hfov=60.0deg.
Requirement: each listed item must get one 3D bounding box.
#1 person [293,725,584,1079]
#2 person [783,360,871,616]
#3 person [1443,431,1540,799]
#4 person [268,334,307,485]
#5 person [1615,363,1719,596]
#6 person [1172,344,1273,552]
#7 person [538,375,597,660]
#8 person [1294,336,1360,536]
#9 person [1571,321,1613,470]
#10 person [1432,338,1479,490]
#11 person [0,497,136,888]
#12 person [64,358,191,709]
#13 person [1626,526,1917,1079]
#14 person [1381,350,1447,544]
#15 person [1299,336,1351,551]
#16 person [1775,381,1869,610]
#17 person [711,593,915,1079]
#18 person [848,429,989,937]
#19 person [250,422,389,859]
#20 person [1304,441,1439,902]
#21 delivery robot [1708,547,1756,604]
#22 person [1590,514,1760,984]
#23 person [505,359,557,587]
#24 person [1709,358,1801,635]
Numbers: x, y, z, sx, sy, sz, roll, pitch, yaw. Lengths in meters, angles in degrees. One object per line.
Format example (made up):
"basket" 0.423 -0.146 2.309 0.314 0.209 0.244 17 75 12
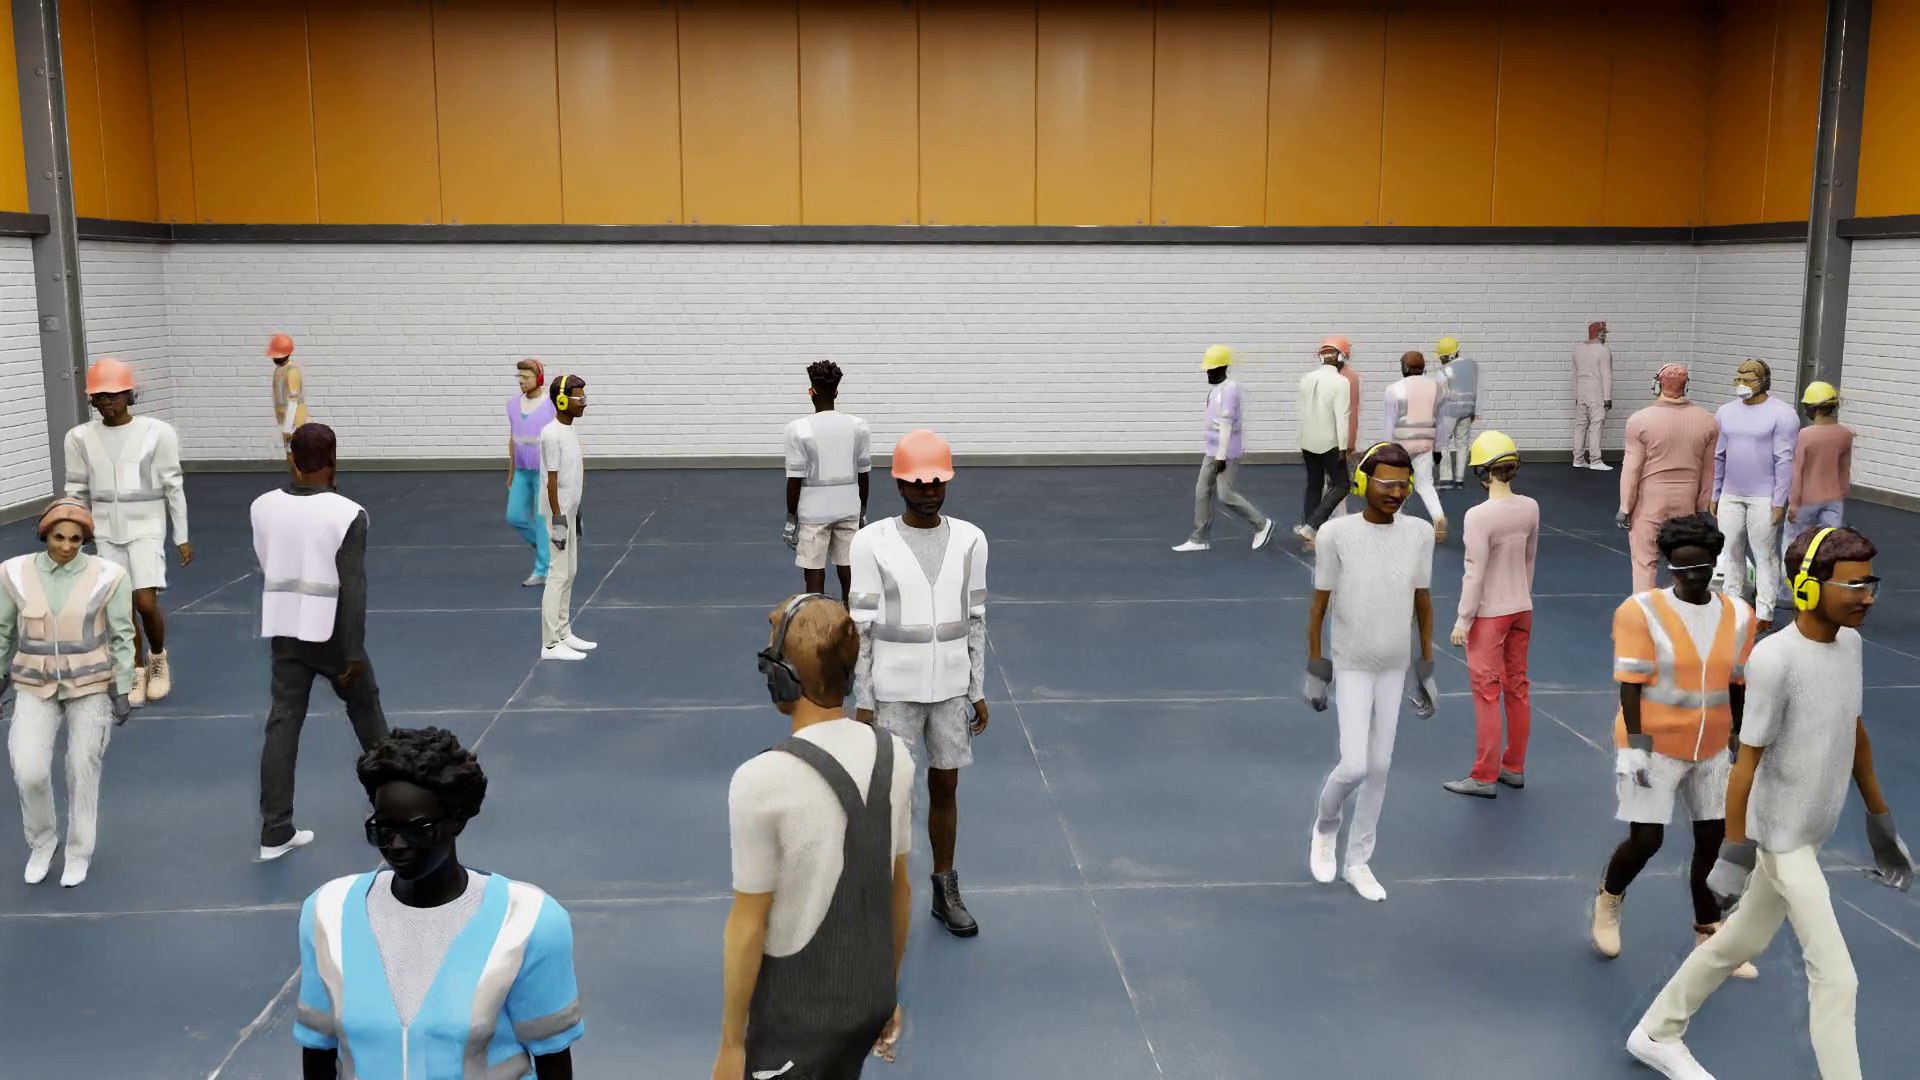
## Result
"person" -0.969 1.167 3.103 0.531 1.697 0.322 0 9 1
"person" -0.853 -0.167 10.640 0.606 1.966 0.367 -5 11 -31
"person" 2.555 0.358 7.994 0.523 1.762 0.328 -7 11 -36
"person" -7.158 -1.245 17.695 0.375 1.890 0.694 -6 11 -31
"person" 4.772 -0.243 11.303 0.652 1.906 0.409 -1 9 -5
"person" 2.395 -0.806 14.893 0.808 1.892 0.593 -2 9 -11
"person" -2.578 -0.149 10.878 0.329 1.861 0.506 0 9 1
"person" 3.323 -0.902 15.330 0.774 1.946 0.652 7 11 37
"person" 8.161 -1.849 21.387 0.406 1.911 0.636 -3 10 -21
"person" 5.765 -1.461 19.396 0.643 1.785 0.422 -4 10 -21
"person" -3.646 0.624 6.750 0.583 1.611 0.393 -3 9 -18
"person" -4.786 -0.025 9.543 0.646 2.028 0.425 -1 9 -6
"person" 2.393 0.845 4.789 0.533 1.818 0.989 -8 12 -41
"person" 4.239 -0.861 15.505 0.641 1.810 0.844 -2 9 -11
"person" 3.289 -0.852 14.951 0.501 1.954 0.663 -5 11 -31
"person" 6.301 -0.287 12.128 0.531 1.737 0.822 -2 9 -12
"person" -0.265 1.025 3.597 0.595 1.825 0.530 7 11 38
"person" -0.139 0.549 6.233 0.545 1.938 0.356 -4 10 -21
"person" -2.819 0.406 7.419 0.579 1.853 1.001 2 9 13
"person" 1.663 0.528 6.643 0.495 1.852 0.377 -2 9 -12
"delivery robot" 5.645 0.233 12.254 0.477 0.478 0.707 3 10 20
"person" 2.551 0.723 5.943 0.581 1.679 0.446 -2 9 -10
"person" -3.419 -0.543 13.399 0.589 1.835 0.435 5 10 28
"person" 5.529 -0.303 11.632 0.370 1.932 0.623 -5 10 -30
